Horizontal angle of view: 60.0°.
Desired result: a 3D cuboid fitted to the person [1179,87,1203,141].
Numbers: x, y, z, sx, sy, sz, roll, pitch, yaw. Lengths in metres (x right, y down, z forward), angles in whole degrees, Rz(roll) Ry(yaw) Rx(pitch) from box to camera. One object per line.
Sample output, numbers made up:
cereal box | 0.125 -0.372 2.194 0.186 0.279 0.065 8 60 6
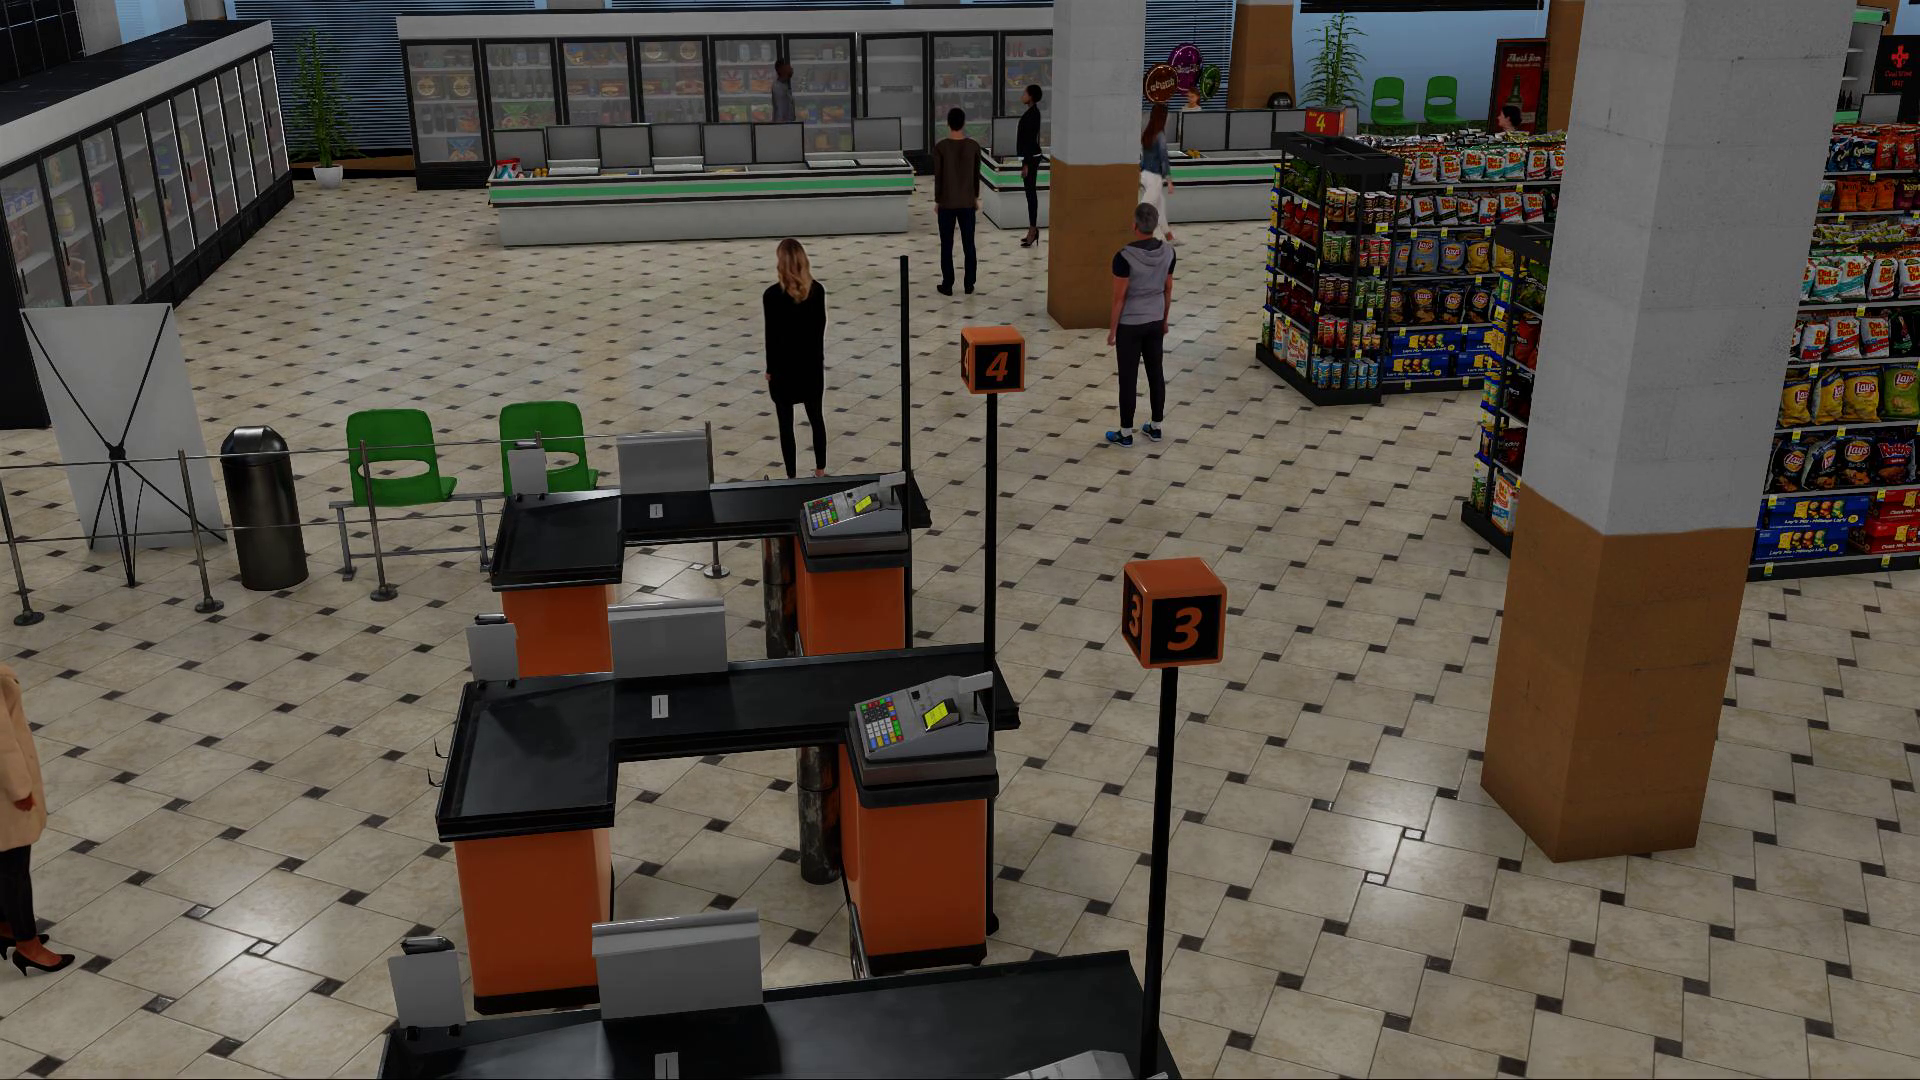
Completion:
person | 3.235 -5.650 23.235 0.561 1.313 0.614 18 28 38

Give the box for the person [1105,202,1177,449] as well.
person | 1.368 -1.613 12.496 0.632 1.829 0.817 -12 25 -26

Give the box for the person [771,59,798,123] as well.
person | -2.431 -5.370 21.872 0.992 1.809 0.705 -4 22 -10

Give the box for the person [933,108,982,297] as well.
person | -0.033 -3.456 17.003 0.521 1.888 0.721 -5 23 -13

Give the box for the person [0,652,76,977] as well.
person | -3.741 0.907 6.423 0.725 1.680 0.748 19 29 39

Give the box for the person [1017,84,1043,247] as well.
person | 0.819 -4.348 19.294 0.611 1.834 0.648 3 22 6

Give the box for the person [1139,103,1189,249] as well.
person | 2.092 -4.025 18.733 1.161 1.654 0.723 -6 23 -15

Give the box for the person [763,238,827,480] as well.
person | -1.128 -1.179 11.452 0.577 1.801 0.730 -13 26 -30
